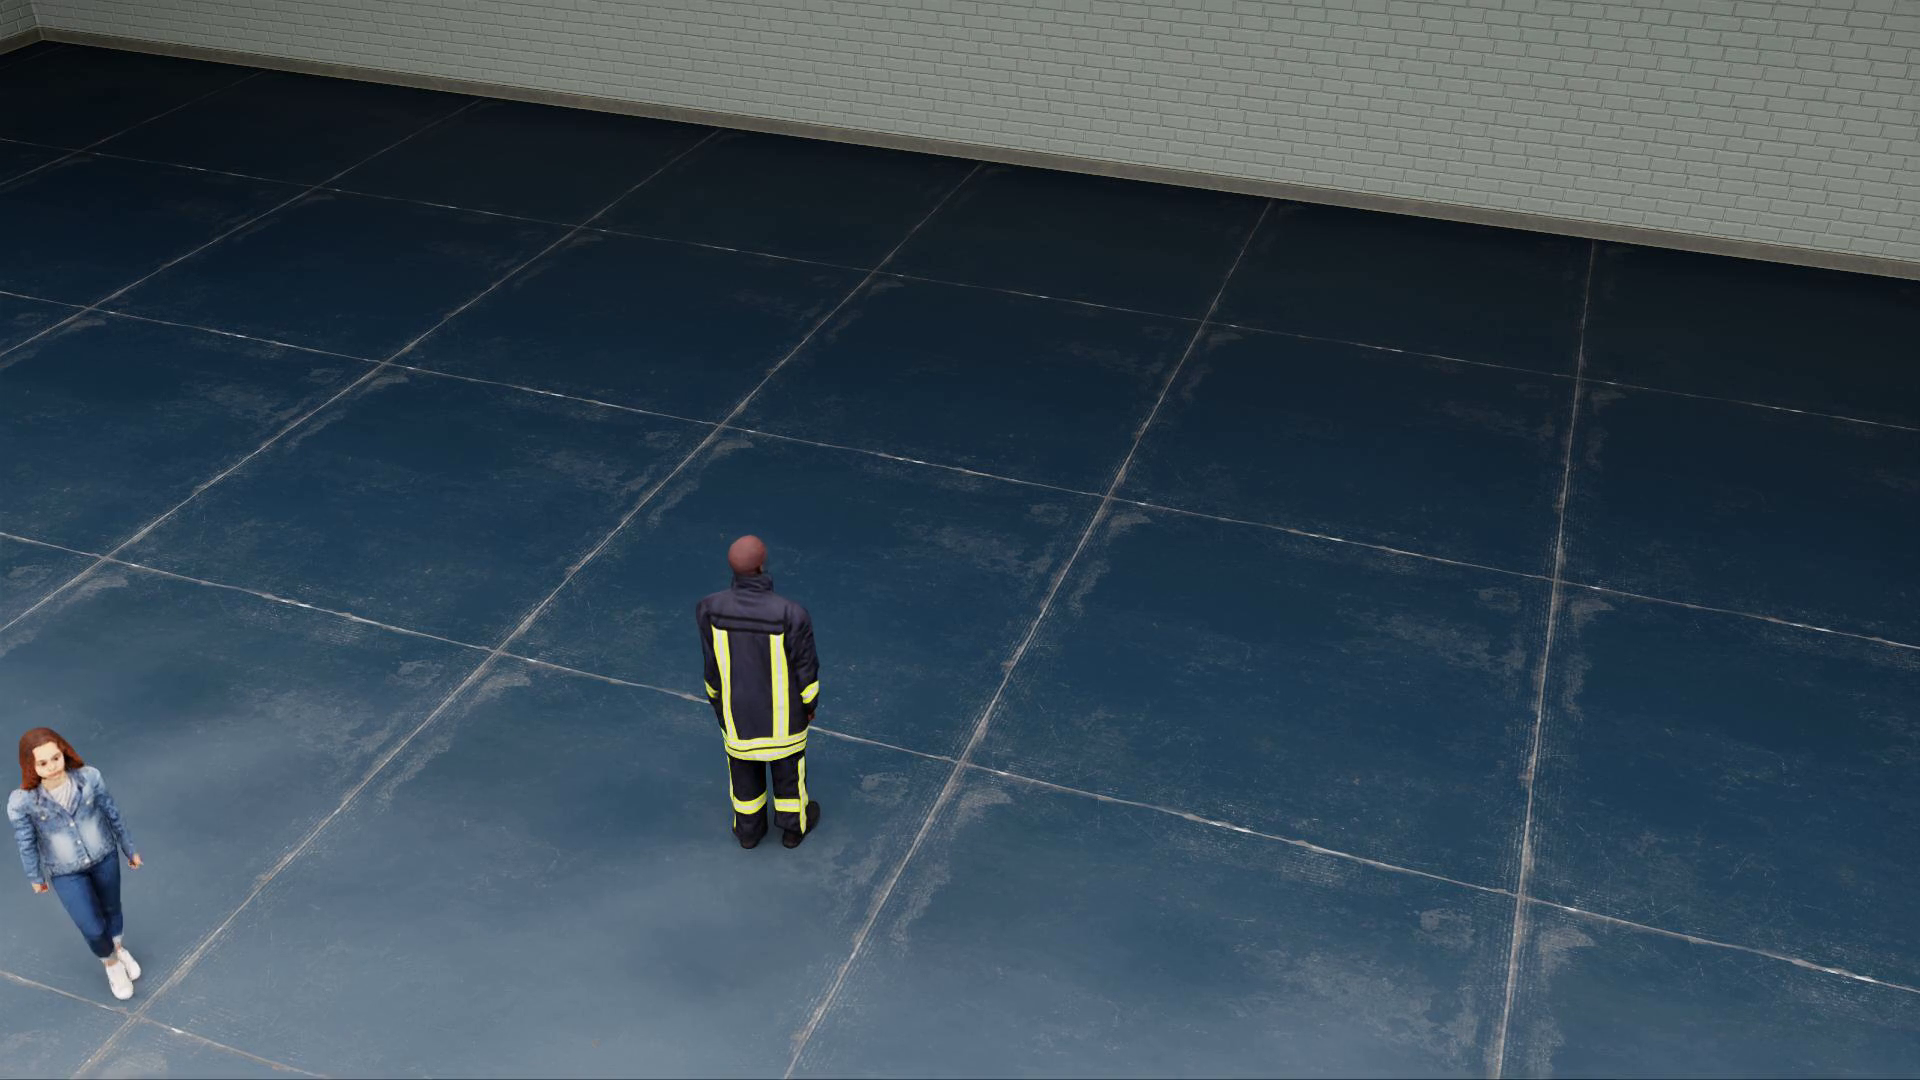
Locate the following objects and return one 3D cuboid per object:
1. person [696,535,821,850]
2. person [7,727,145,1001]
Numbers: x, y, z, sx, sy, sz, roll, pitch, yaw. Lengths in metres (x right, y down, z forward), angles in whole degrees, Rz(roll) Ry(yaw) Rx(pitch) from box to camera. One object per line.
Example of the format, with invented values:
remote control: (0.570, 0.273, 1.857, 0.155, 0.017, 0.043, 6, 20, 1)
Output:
person: (-0.989, 0.765, 8.287, 0.801, 1.820, 0.744, 4, 33, 6)
person: (-4.035, 1.425, 7.595, 0.738, 1.468, 0.631, 27, 42, 35)
